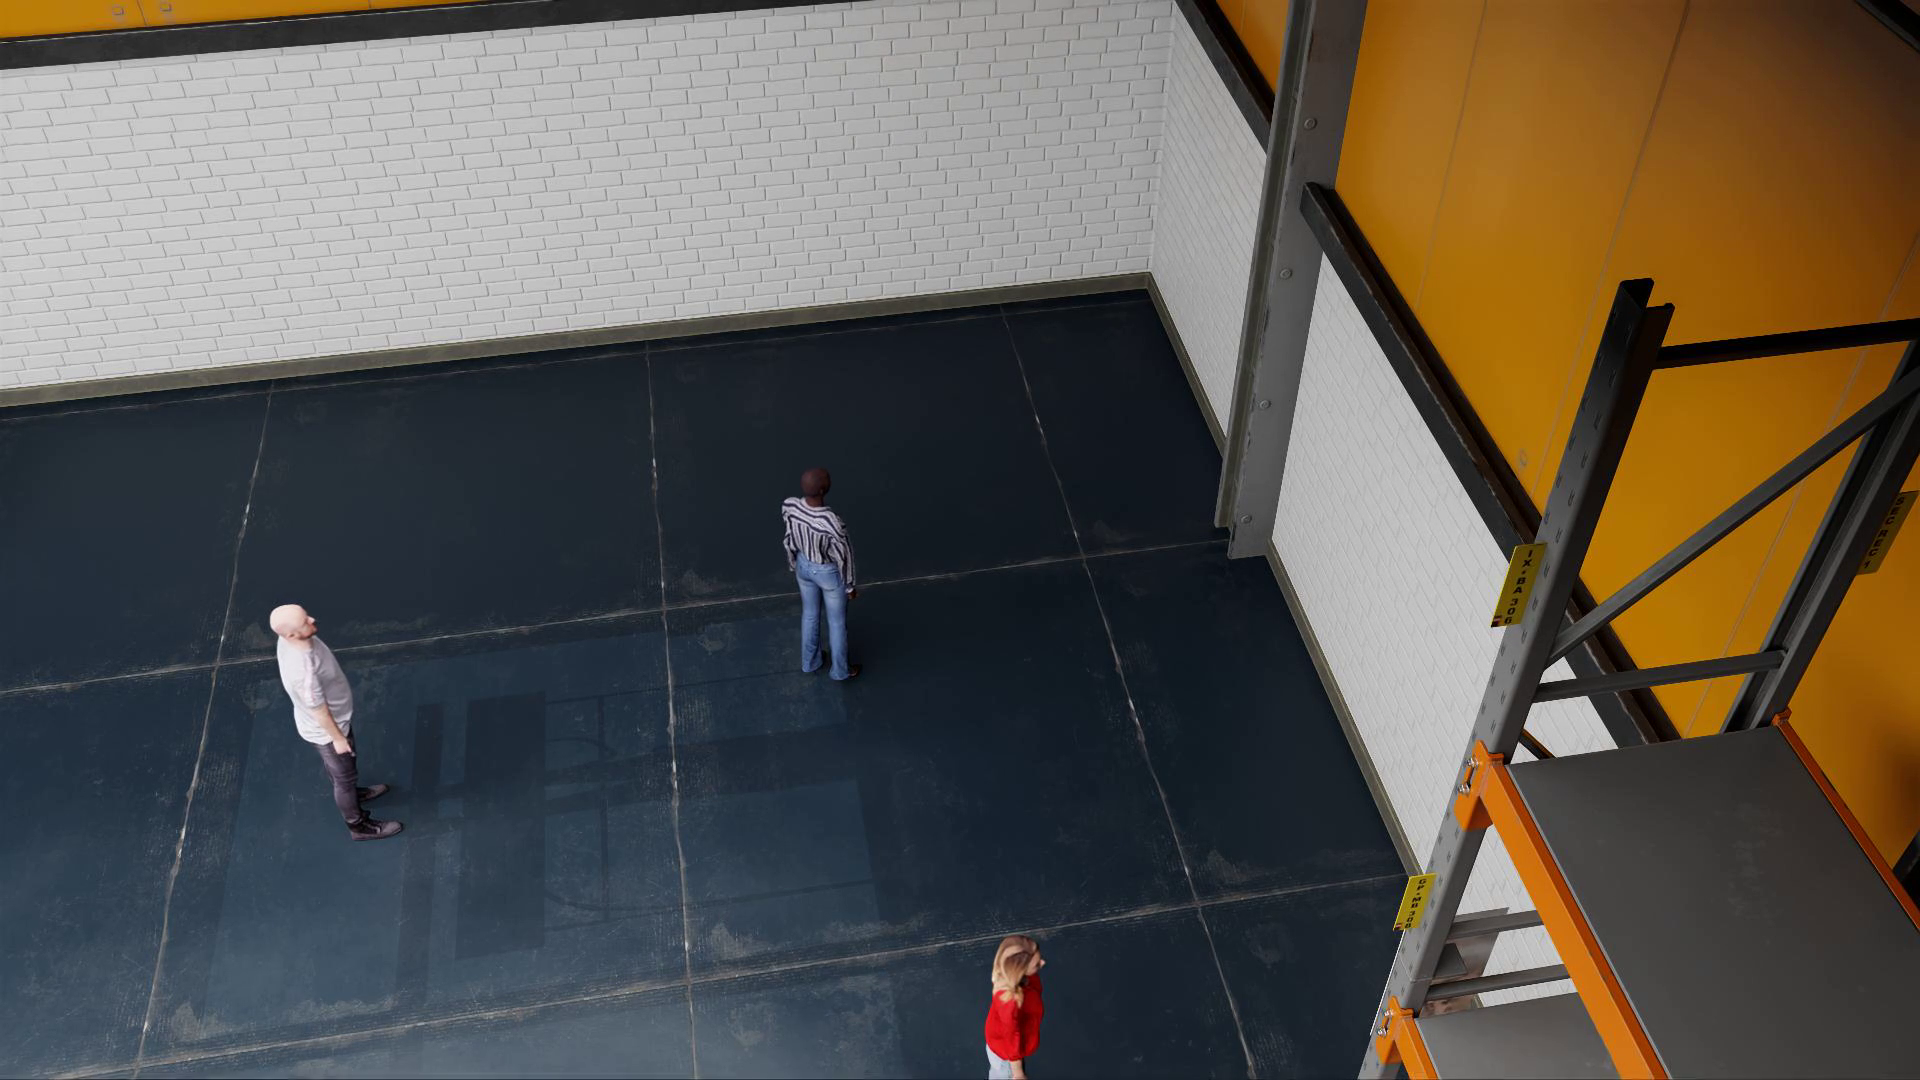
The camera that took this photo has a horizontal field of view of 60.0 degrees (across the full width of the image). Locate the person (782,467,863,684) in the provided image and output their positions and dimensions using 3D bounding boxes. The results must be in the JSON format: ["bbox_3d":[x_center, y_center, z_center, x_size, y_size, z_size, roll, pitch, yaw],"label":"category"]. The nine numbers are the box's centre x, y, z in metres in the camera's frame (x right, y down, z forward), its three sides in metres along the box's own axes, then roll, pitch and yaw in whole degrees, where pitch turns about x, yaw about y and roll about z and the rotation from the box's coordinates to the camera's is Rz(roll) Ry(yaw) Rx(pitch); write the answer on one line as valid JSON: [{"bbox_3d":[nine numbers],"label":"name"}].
[{"bbox_3d":[-0.876,0.232,10.567,0.705,1.795,0.743,22,48,21],"label":"person"}]

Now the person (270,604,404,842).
[{"bbox_3d":[-3.699,1.042,9.691,0.771,1.831,0.613,-17,46,-17],"label":"person"}]

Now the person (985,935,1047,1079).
[{"bbox_3d":[0.254,2.480,8.273,0.715,1.705,0.511,1,44,1],"label":"person"}]
